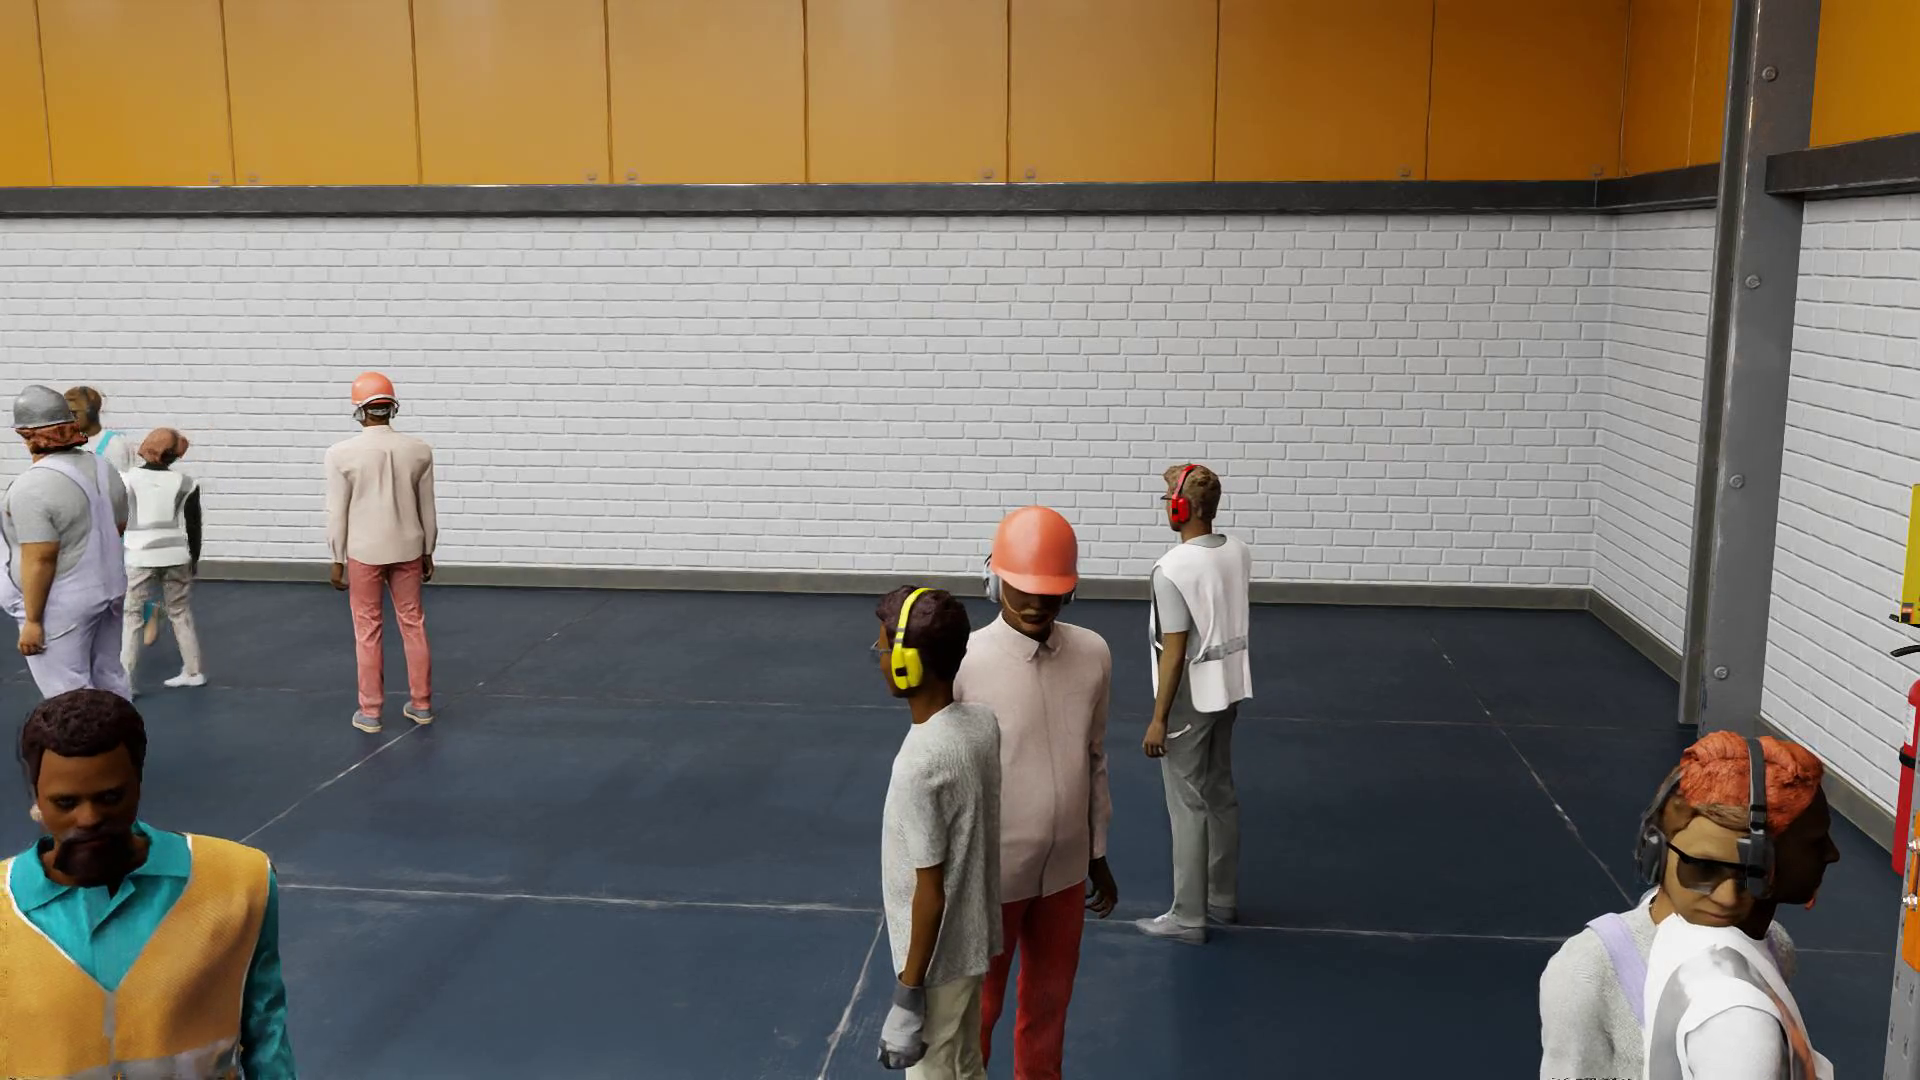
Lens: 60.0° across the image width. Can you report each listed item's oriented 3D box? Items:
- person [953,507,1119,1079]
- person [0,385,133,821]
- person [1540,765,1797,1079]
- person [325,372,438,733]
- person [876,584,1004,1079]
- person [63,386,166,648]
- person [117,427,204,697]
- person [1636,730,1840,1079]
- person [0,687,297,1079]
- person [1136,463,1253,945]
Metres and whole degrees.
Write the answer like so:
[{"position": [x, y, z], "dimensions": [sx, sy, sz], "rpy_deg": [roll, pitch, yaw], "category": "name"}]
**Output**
[{"position": [0.176, 0.887, 4.483], "dimensions": [0.622, 1.986, 0.398], "rpy_deg": [-7, 12, -33], "category": "person"}, {"position": [-4.214, 0.285, 7.779], "dimensions": [0.536, 2.000, 0.684], "rpy_deg": [1, 10, 6], "category": "person"}, {"position": [1.190, 1.247, 2.839], "dimensions": [0.508, 1.841, 0.332], "rpy_deg": [-4, 11, -23], "category": "person"}, {"position": [-3.195, 0.066, 9.213], "dimensions": [0.608, 1.987, 0.402], "rpy_deg": [-9, 13, -42], "category": "person"}, {"position": [-0.057, 1.029, 4.027], "dimensions": [0.310, 1.864, 0.534], "rpy_deg": [3, 10, 19], "category": "person"}, {"position": [-5.332, -0.081, 10.514], "dimensions": [0.550, 1.822, 0.637], "rpy_deg": [4, 11, 24], "category": "person"}, {"position": [-4.777, 0.134, 9.873], "dimensions": [0.549, 1.610, 0.399], "rpy_deg": [-7, 12, -33], "category": "person"}, {"position": [1.251, 1.239, 2.775], "dimensions": [0.355, 1.882, 0.576], "rpy_deg": [2, 10, 10], "category": "person"}, {"position": [-1.497, 1.194, 2.984], "dimensions": [0.631, 1.920, 0.396], "rpy_deg": [-6, 11, -29], "category": "person"}, {"position": [0.919, 0.628, 6.375], "dimensions": [0.372, 1.843, 0.571], "rpy_deg": [8, 13, 39], "category": "person"}]
